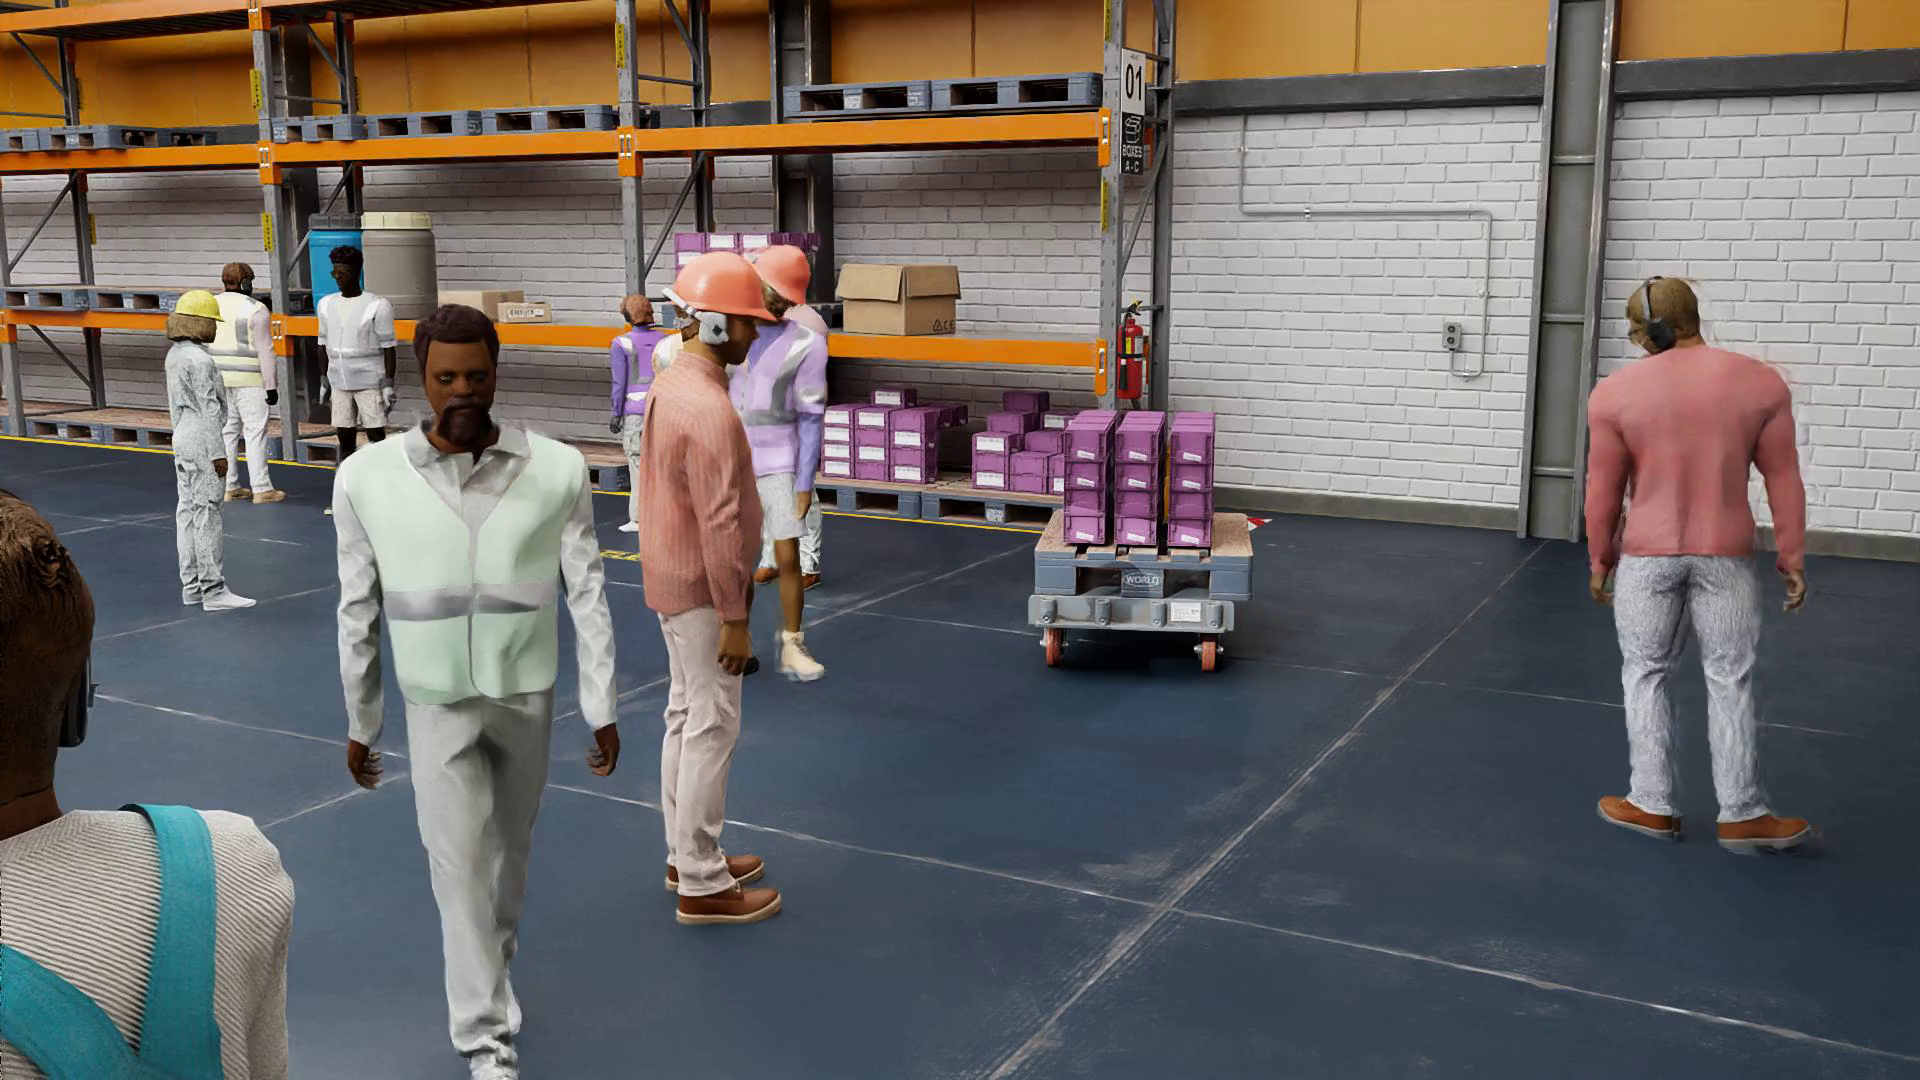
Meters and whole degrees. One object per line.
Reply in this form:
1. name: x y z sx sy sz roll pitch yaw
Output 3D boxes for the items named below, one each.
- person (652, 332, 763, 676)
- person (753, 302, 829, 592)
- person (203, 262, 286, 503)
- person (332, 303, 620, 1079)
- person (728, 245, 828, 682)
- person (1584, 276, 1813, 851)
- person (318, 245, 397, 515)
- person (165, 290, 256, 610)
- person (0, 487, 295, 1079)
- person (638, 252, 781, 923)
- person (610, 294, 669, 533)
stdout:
1. person: -1.119 -0.310 7.608 0.550 1.923 0.389 4 11 19
2. person: -1.019 -0.663 9.520 0.635 1.932 0.369 8 13 36
3. person: -5.471 -1.195 12.702 0.630 1.836 0.430 4 11 19
4. person: -1.112 0.389 3.911 0.614 1.862 0.987 -5 11 -24
5. person: -0.962 -0.327 7.537 0.752 1.994 0.393 3 11 18
6. person: 2.486 0.081 5.551 0.798 1.897 0.416 3 11 17
7. person: -4.374 -1.147 12.061 0.605 1.966 0.373 2 11 13
8. person: -4.120 -0.487 9.085 0.485 1.736 0.309 10 14 43
9. person: -0.762 0.859 1.400 0.345 1.846 0.508 4 11 19
10. person: -0.732 0.152 4.918 0.412 1.980 0.626 -4 11 -21
11. person: -2.168 -0.863 11.405 0.310 1.639 0.514 10 14 42
